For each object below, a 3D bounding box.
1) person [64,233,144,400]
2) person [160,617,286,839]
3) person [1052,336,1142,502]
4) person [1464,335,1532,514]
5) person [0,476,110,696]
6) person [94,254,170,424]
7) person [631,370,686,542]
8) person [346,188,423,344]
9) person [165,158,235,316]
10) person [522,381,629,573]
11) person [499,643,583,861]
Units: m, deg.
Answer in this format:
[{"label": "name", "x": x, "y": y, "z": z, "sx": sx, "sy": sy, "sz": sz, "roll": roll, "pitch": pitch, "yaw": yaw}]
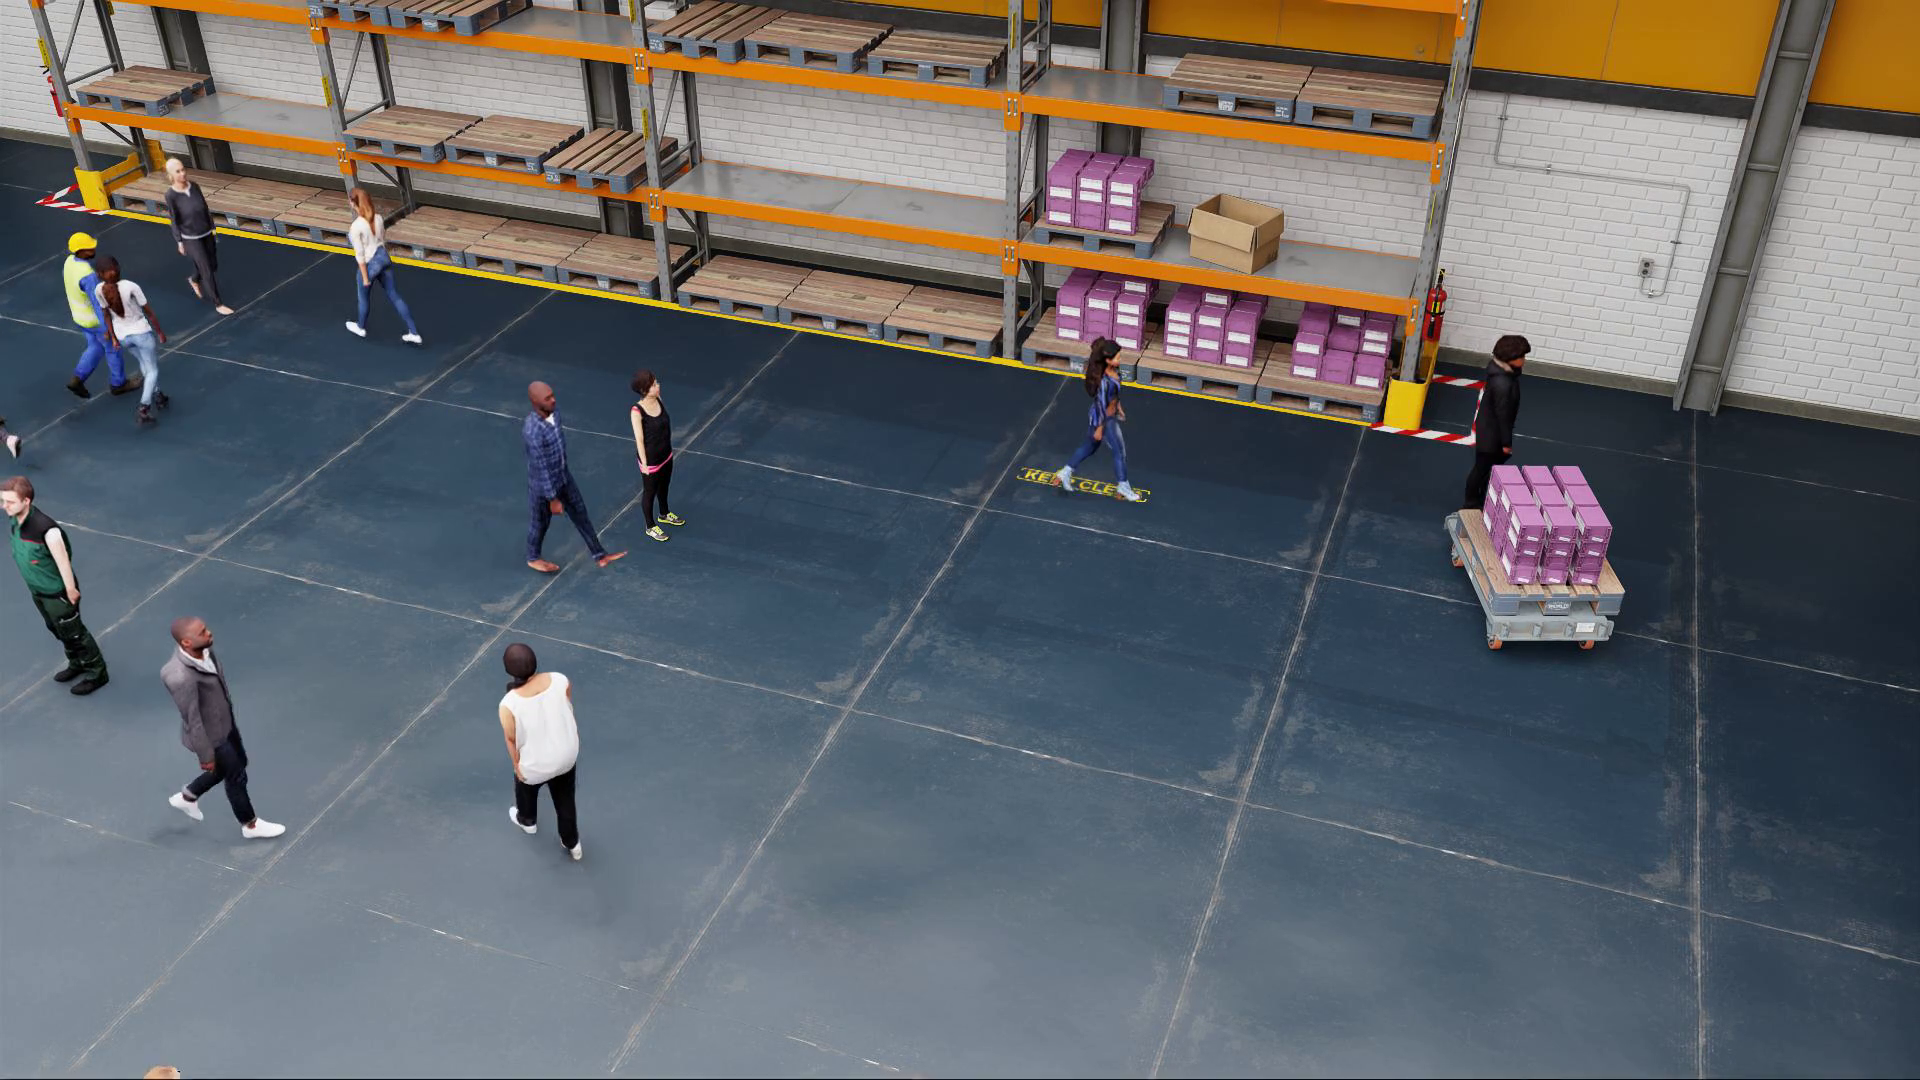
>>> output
[{"label": "person", "x": -8.400, "y": -2.100, "z": 15.999, "sx": 0.982, "sy": 1.769, "sz": 0.937, "roll": 18, "pitch": 38, "yaw": 25}, {"label": "person", "x": -4.995, "y": 1.267, "z": 10.906, "sx": 1.106, "sy": 1.800, "sz": 0.970, "roll": -3, "pitch": 34, "yaw": -5}, {"label": "person", "x": 1.183, "y": -1.046, "z": 14.579, "sx": 1.091, "sy": 1.587, "sz": 0.797, "roll": 2, "pitch": 34, "yaw": 3}, {"label": "person", "x": 4.505, "y": -0.965, "z": 14.297, "sx": 0.634, "sy": 1.763, "sz": 0.670, "roll": 7, "pitch": 34, "yaw": 10}, {"label": "person", "x": -6.714, "y": 0.318, "z": 12.296, "sx": 0.613, "sy": 1.840, "sz": 0.762, "roll": 23, "pitch": 40, "yaw": 30}, {"label": "person", "x": -7.825, "y": -1.886, "z": 15.740, "sx": 0.981, "sy": 1.699, "sz": 0.890, "roll": 0, "pitch": 34, "yaw": 0}, {"label": "person", "x": -2.610, "y": -0.752, "z": 14.170, "sx": 0.513, "sy": 1.548, "sz": 0.549, "roll": 14, "pitch": 36, "yaw": 20}, {"label": "person", "x": -5.931, "y": -2.759, "z": 17.081, "sx": 1.166, "sy": 1.669, "sz": 0.722, "roll": 16, "pitch": 37, "yaw": 22}, {"label": "person", "x": -8.230, "y": -3.278, "z": 17.832, "sx": 1.036, "sy": 1.702, "sz": 0.725, "roll": 18, "pitch": 38, "yaw": 25}, {"label": "person", "x": -3.426, "y": -0.486, "z": 13.567, "sx": 1.127, "sy": 1.773, "sz": 0.761, "roll": 8, "pitch": 34, "yaw": 12}, {"label": "person", "x": -2.687, "y": 1.407, "z": 10.818, "sx": 0.940, "sy": 1.663, "sz": 1.043, "roll": -21, "pitch": 39, "yaw": -29}]
